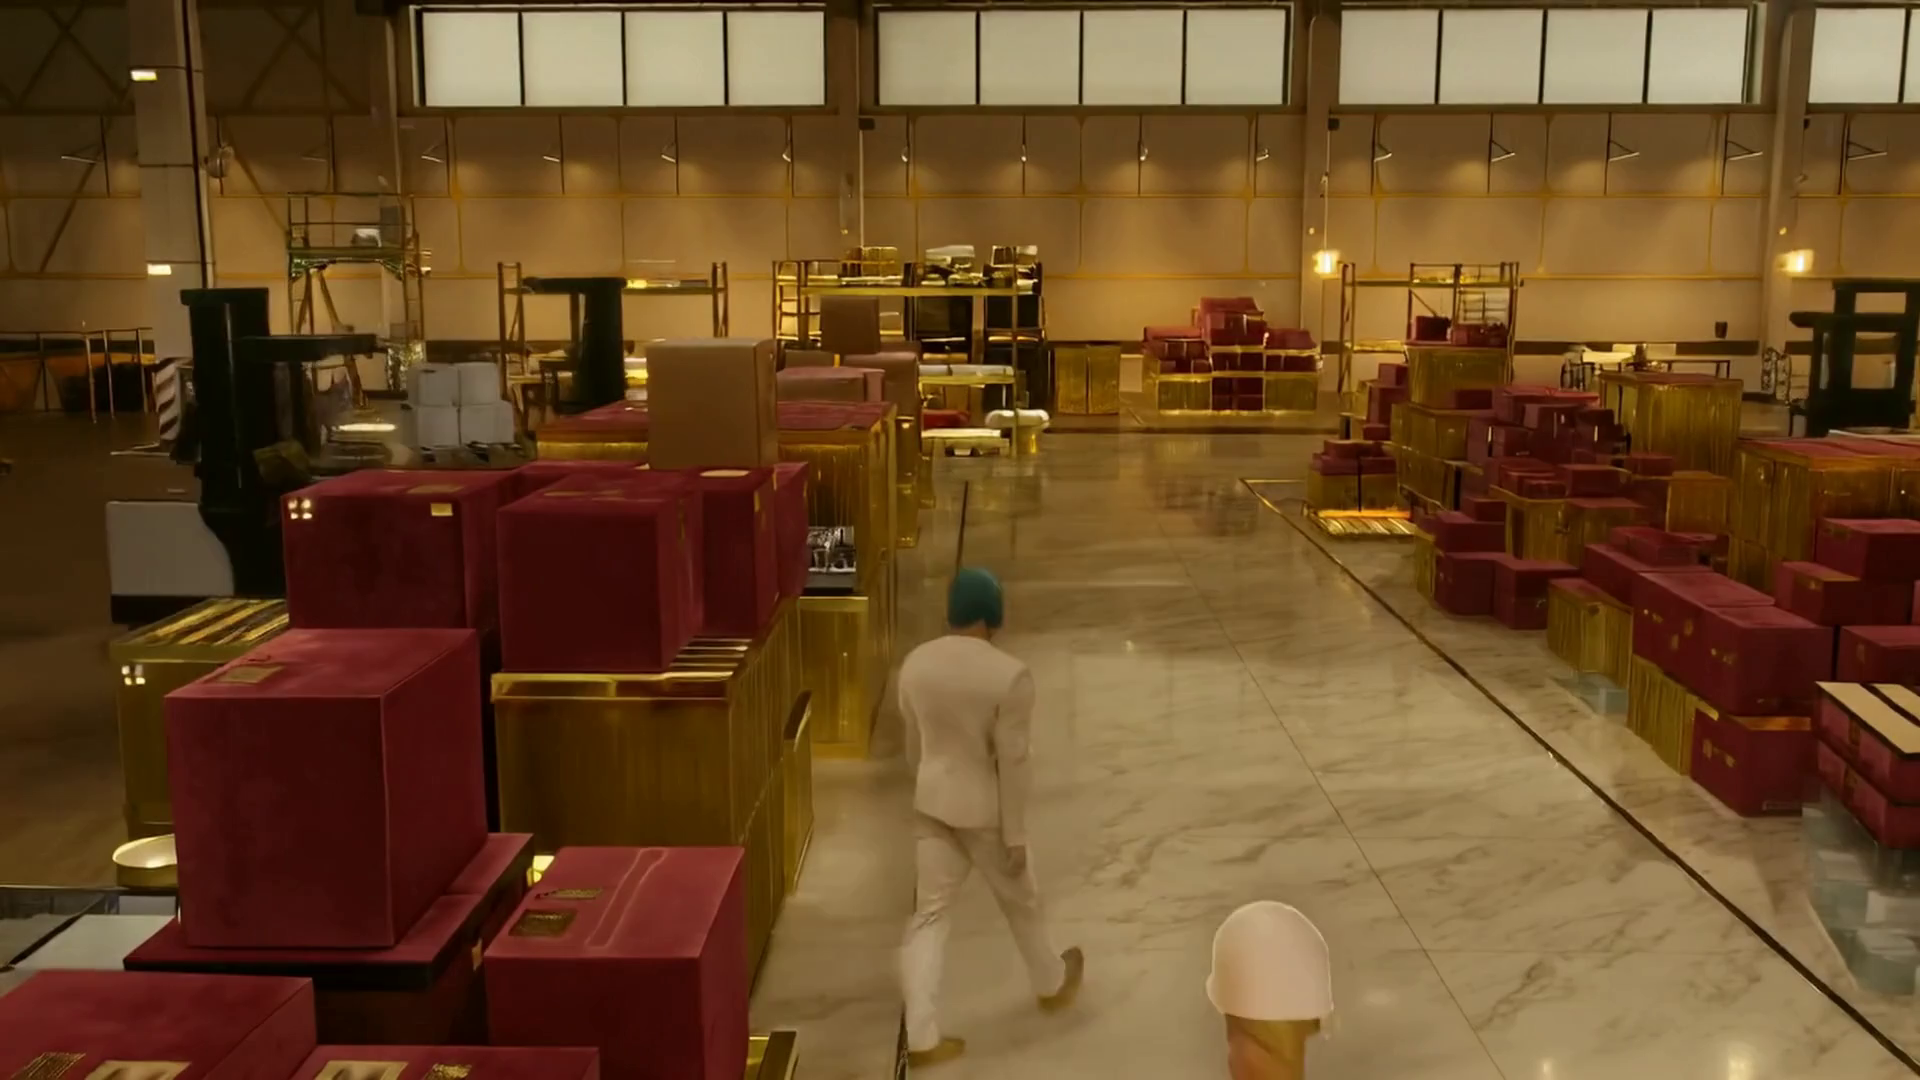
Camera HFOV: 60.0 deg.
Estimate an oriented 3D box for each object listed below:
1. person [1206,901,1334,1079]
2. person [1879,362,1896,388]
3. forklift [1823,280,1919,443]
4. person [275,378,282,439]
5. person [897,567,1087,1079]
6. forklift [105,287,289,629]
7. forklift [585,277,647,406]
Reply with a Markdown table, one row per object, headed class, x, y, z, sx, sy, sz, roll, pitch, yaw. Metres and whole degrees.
| class | x | y | z | sx | sy | sz | roll | pitch | yaw |
| --- | --- | --- | --- | --- | --- | --- | --- | --- | --- |
| person | 0.541 | 1.592 | 2.995 | 0.597 | 1.908 | 0.447 | -2 | 10 | -11 |
| person | 13.905 | -2.008 | 24.632 | 0.562 | 1.885 | 0.984 | 7 | 11 | 34 |
| forklift | 10.692 | -1.653 | 19.534 | 1.129 | 2.768 | 1.873 | 0 | 9 | 1 |
| person | -7.097 | -0.772 | 17.234 | 1.032 | 1.879 | 0.657 | -4 | 10 | -25 |
| person | 0.096 | 1.035 | 6.414 | 0.640 | 1.880 | 1.030 | 7 | 12 | 35 |
| forklift | -6.048 | -0.715 | 13.921 | 1.873 | 2.768 | 1.129 | 0 | 9 | 1 |
| forklift | -4.972 | -2.314 | 23.498 | 1.873 | 2.768 | 1.129 | -4 | 10 | -25 |
